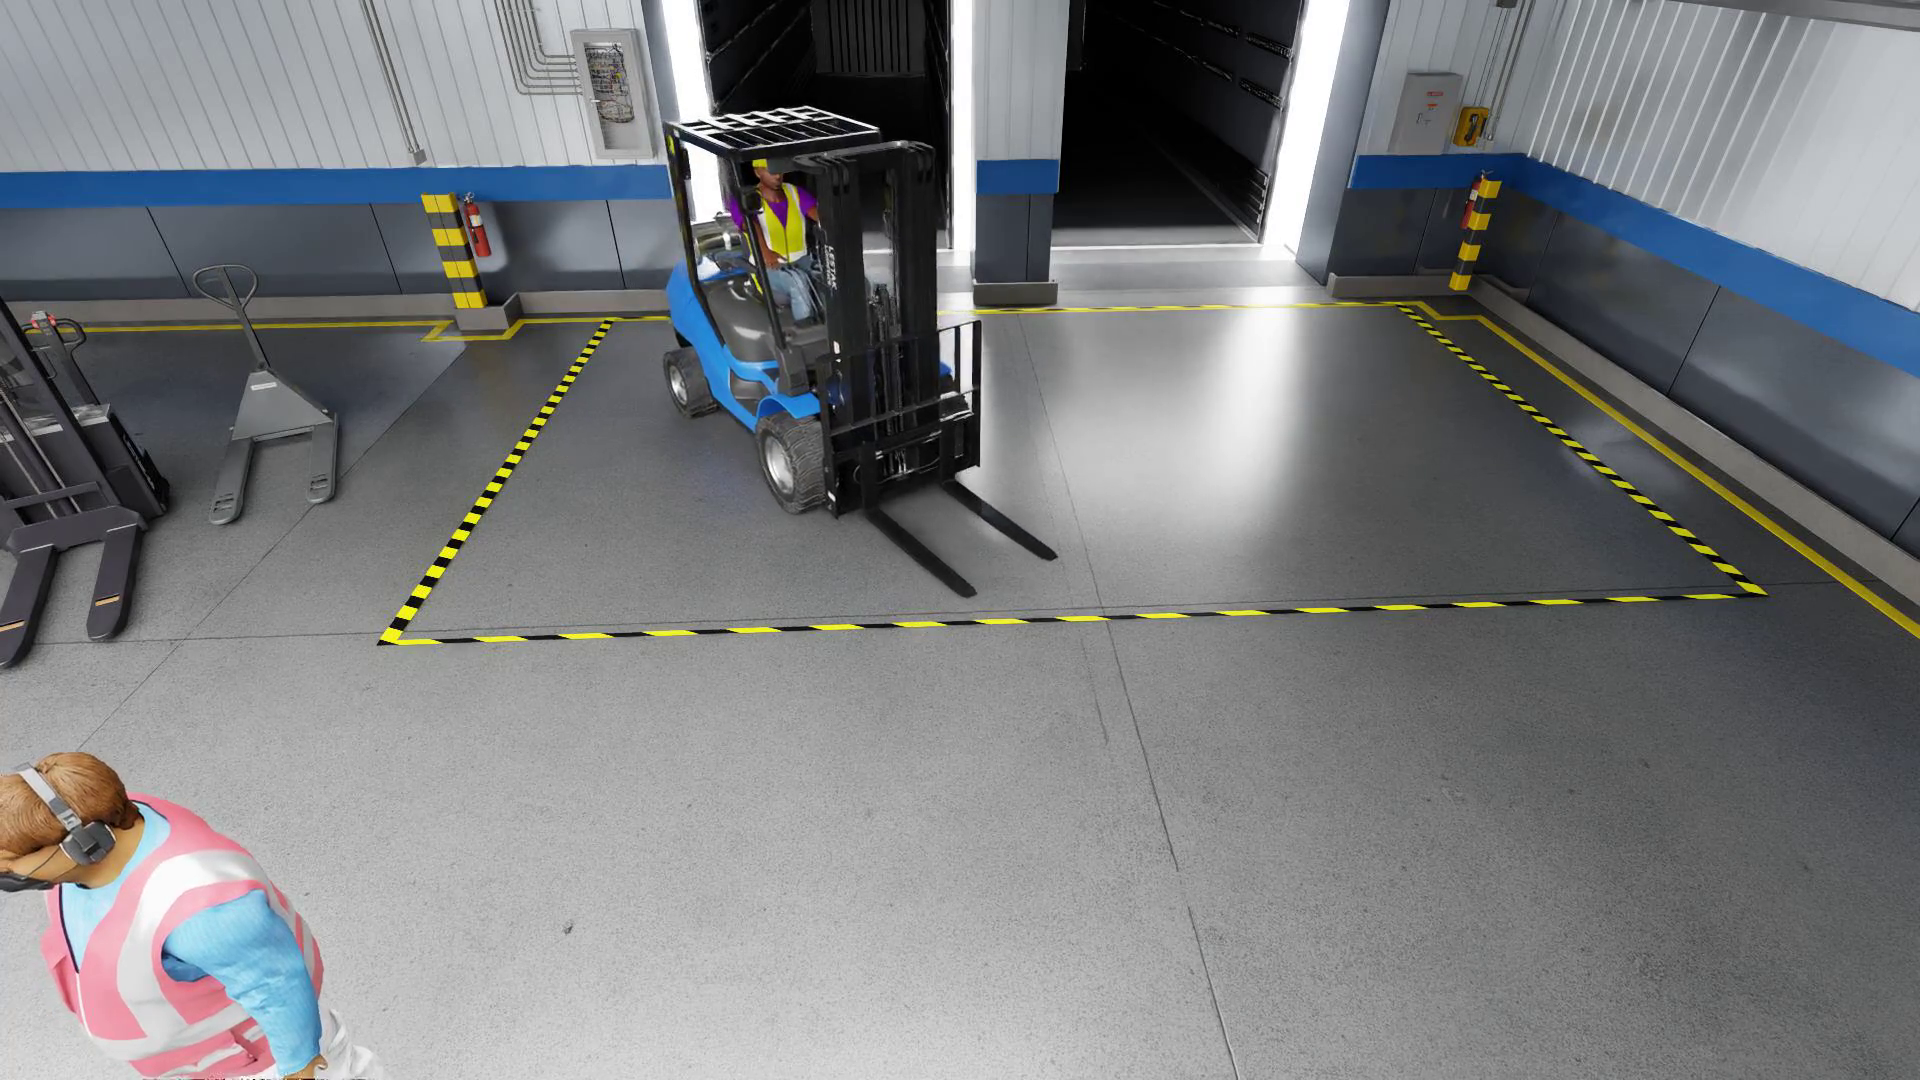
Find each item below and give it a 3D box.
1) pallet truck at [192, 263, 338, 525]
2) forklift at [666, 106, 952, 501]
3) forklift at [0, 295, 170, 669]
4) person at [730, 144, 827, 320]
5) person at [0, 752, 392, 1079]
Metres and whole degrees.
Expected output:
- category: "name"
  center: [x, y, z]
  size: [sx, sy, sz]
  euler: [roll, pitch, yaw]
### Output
- category: "pallet truck"
  center: [-4.778, -1.027, 6.128]
  size: [0.680, 1.201, 1.601]
  euler: [-17, 38, -23]
- category: "forklift"
  center: [-1.094, -1.735, 6.172]
  size: [1.157, 2.036, 2.680]
  euler: [-22, 41, -29]
- category: "forklift"
  center: [-5.212, -0.618, 4.878]
  size: [0.823, 1.965, 1.885]
  euler: [-20, 39, -26]
- category: "person"
  center: [-1.065, -1.858, 6.022]
  size: [0.635, 1.294, 1.004]
  euler: [-22, 41, -29]
- category: "person"
  center: [-1.881, 1.219, 2.373]
  size: [0.622, 1.844, 0.431]
  euler: [16, 38, 22]
